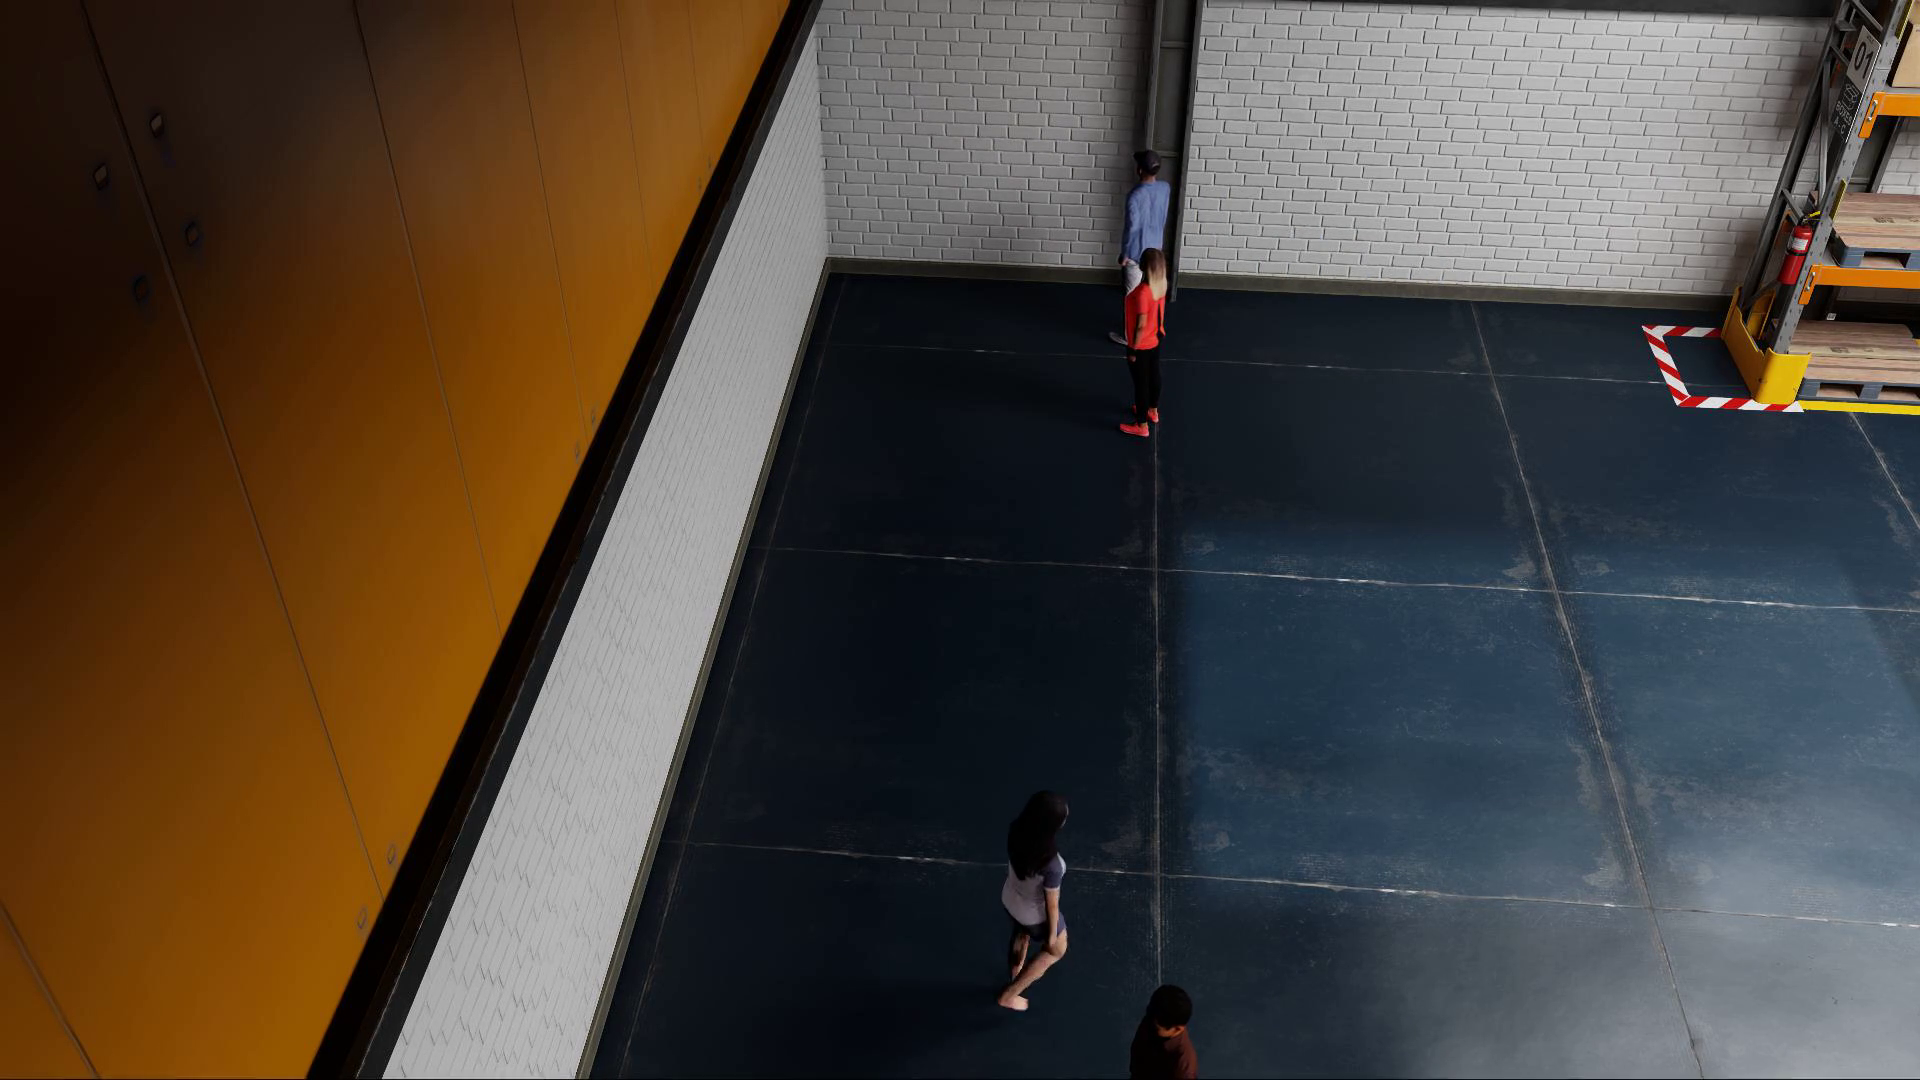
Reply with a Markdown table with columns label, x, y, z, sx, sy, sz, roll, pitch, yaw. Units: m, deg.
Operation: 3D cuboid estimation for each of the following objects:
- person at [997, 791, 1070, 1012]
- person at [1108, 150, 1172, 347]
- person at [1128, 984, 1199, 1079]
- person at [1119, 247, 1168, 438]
| label | x | y | z | sx | sy | sz | roll | pitch | yaw |
| --- | --- | --- | --- | --- | --- | --- | --- | --- | --- |
| person | 0.336 | 2.025 | 9.104 | 0.826 | 1.688 | 0.773 | -25 | 45 | -28 |
| person | 1.608 | -2.580 | 14.709 | 0.728 | 1.888 | 0.796 | -26 | 45 | -28 |
| person | 0.982 | 2.749 | 8.124 | 0.656 | 1.779 | 0.709 | -10 | 40 | -12 |
| person | 1.534 | -1.638 | 13.686 | 0.667 | 1.693 | 0.669 | 20 | 43 | 23 |
